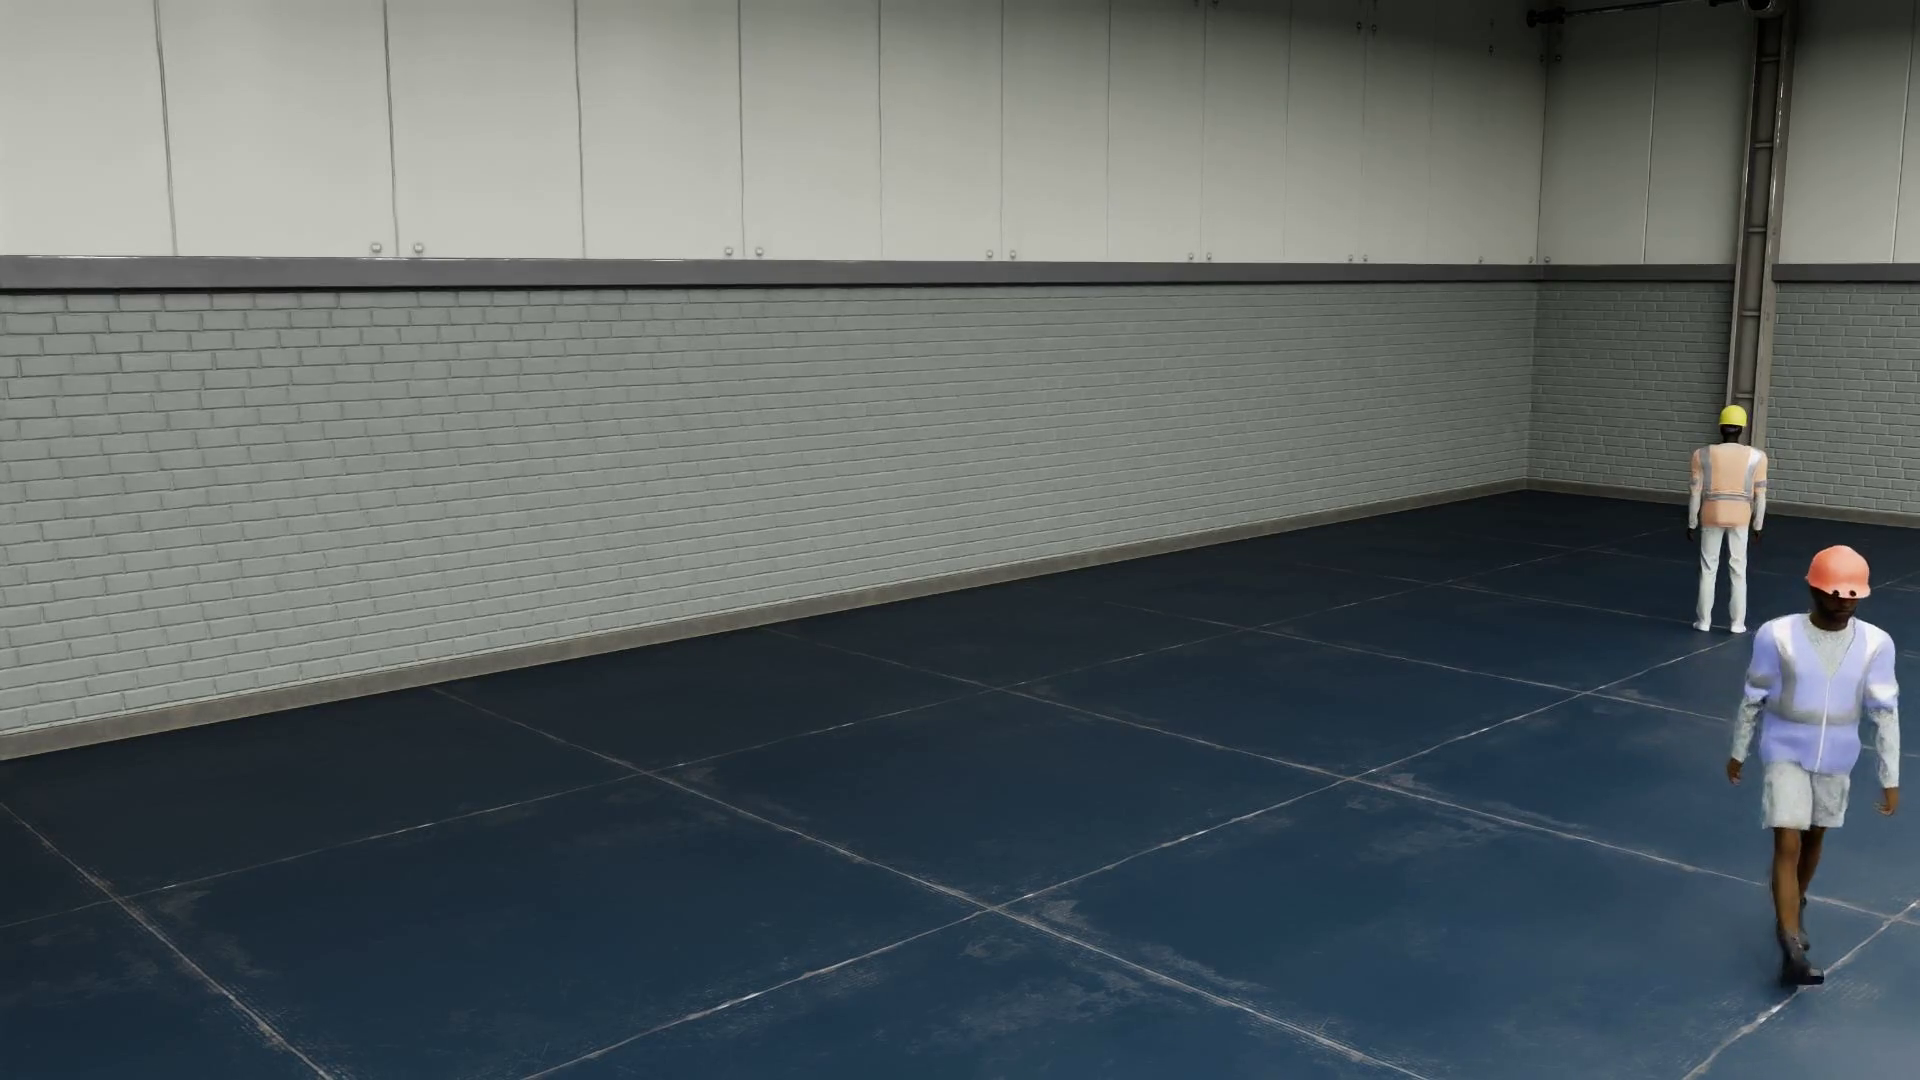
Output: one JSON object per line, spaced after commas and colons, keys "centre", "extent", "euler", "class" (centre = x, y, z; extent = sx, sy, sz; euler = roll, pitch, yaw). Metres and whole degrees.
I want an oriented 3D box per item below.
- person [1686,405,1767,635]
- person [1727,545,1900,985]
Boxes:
{"centre": [6.422, -0.168, 13.964], "extent": [0.594, 1.924, 0.382], "euler": [3, 10, 20], "class": "person"}
{"centre": [3.690, 0.953, 7.152], "extent": [0.590, 1.879, 0.983], "euler": [2, 9, 11], "class": "person"}
